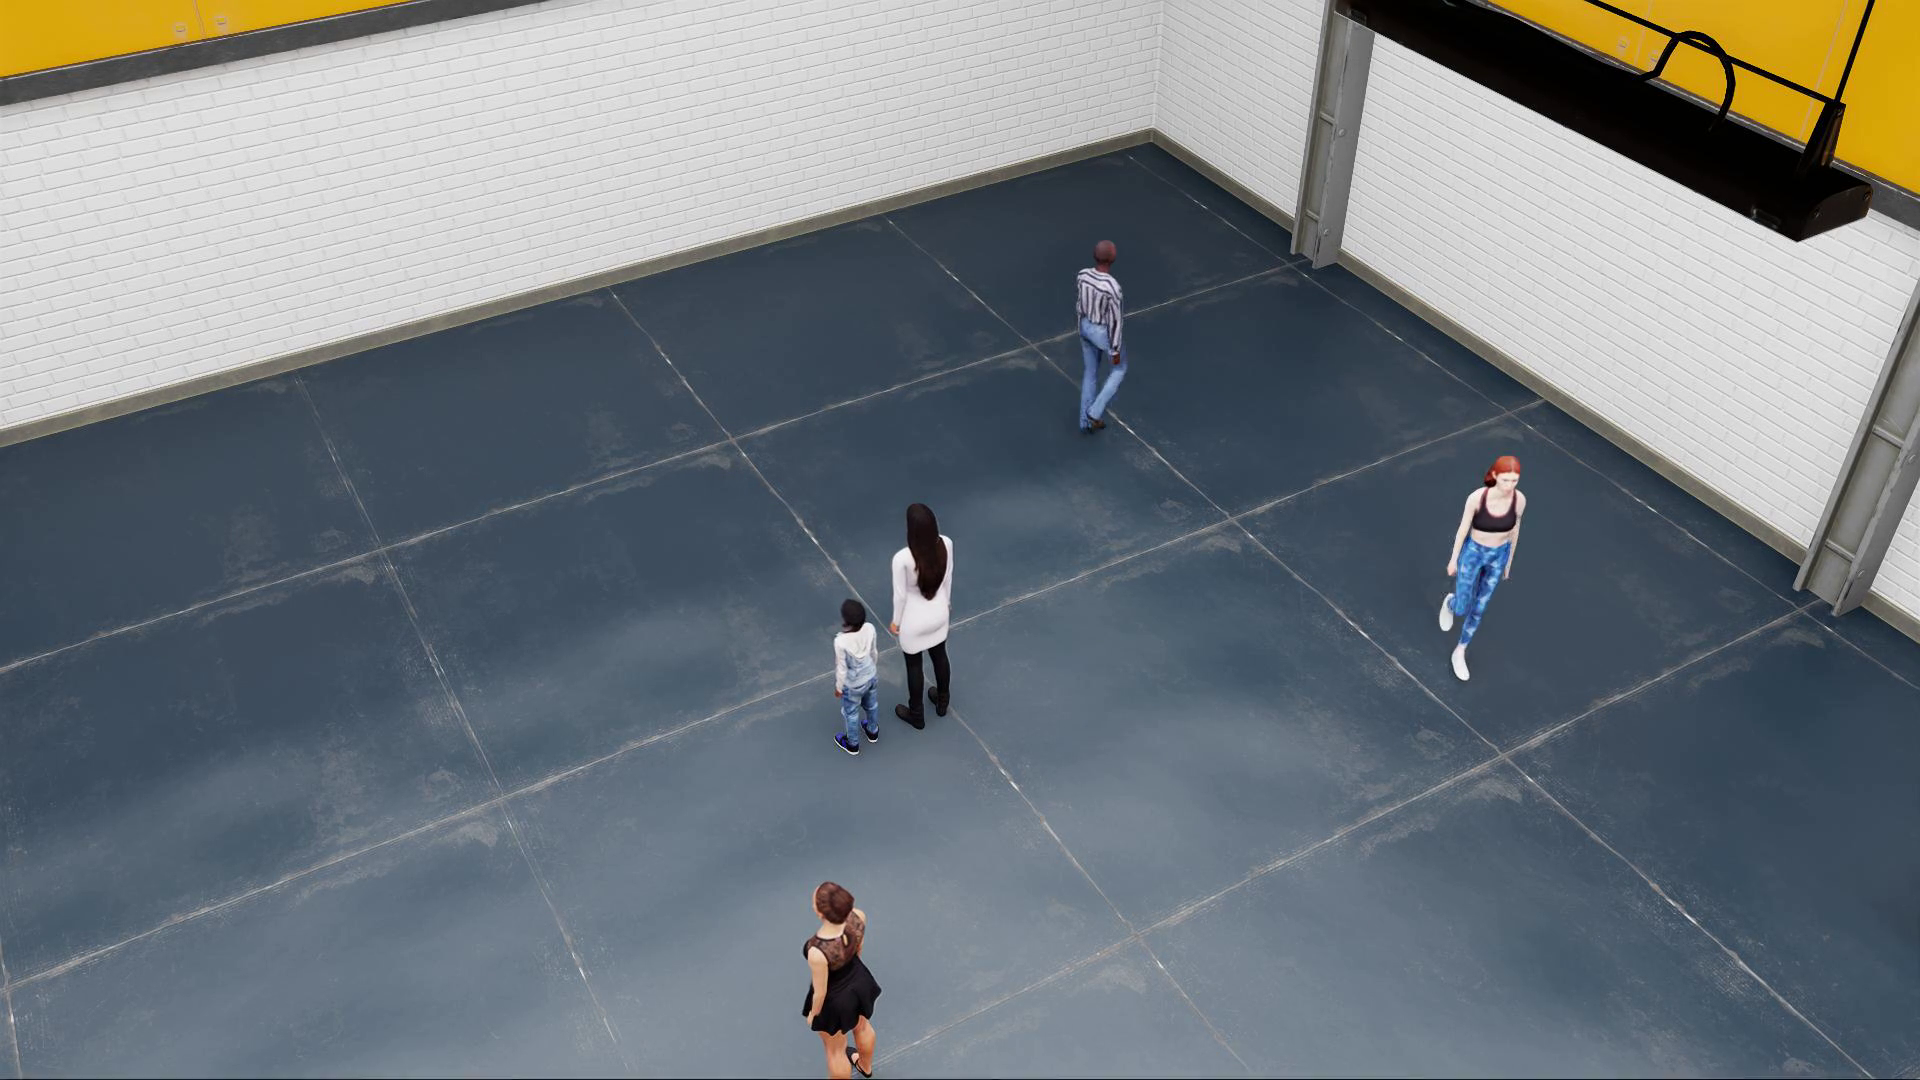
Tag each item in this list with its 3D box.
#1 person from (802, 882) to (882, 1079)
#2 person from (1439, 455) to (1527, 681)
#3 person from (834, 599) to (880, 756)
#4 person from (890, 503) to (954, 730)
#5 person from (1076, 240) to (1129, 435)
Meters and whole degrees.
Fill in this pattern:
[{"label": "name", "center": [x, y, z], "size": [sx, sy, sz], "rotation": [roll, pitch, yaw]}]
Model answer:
[{"label": "person", "center": [-0.634, 2.370, 8.728], "size": [0.680, 1.675, 0.664], "rotation": [24, 44, 27]}, {"label": "person", "center": [3.572, 0.119, 11.465], "size": [0.809, 1.776, 0.947], "rotation": [-1, 39, -1]}, {"label": "person", "center": [-0.680, 0.885, 10.918], "size": [0.505, 1.262, 0.525], "rotation": [-26, 46, -29]}, {"label": "person", "center": [-0.250, 0.504, 10.958], "size": [0.625, 1.807, 0.533], "rotation": [-23, 44, -26]}, {"label": "person", "center": [1.085, -1.599, 13.611], "size": [0.784, 1.782, 0.633], "rotation": [-31, 48, -33]}]
